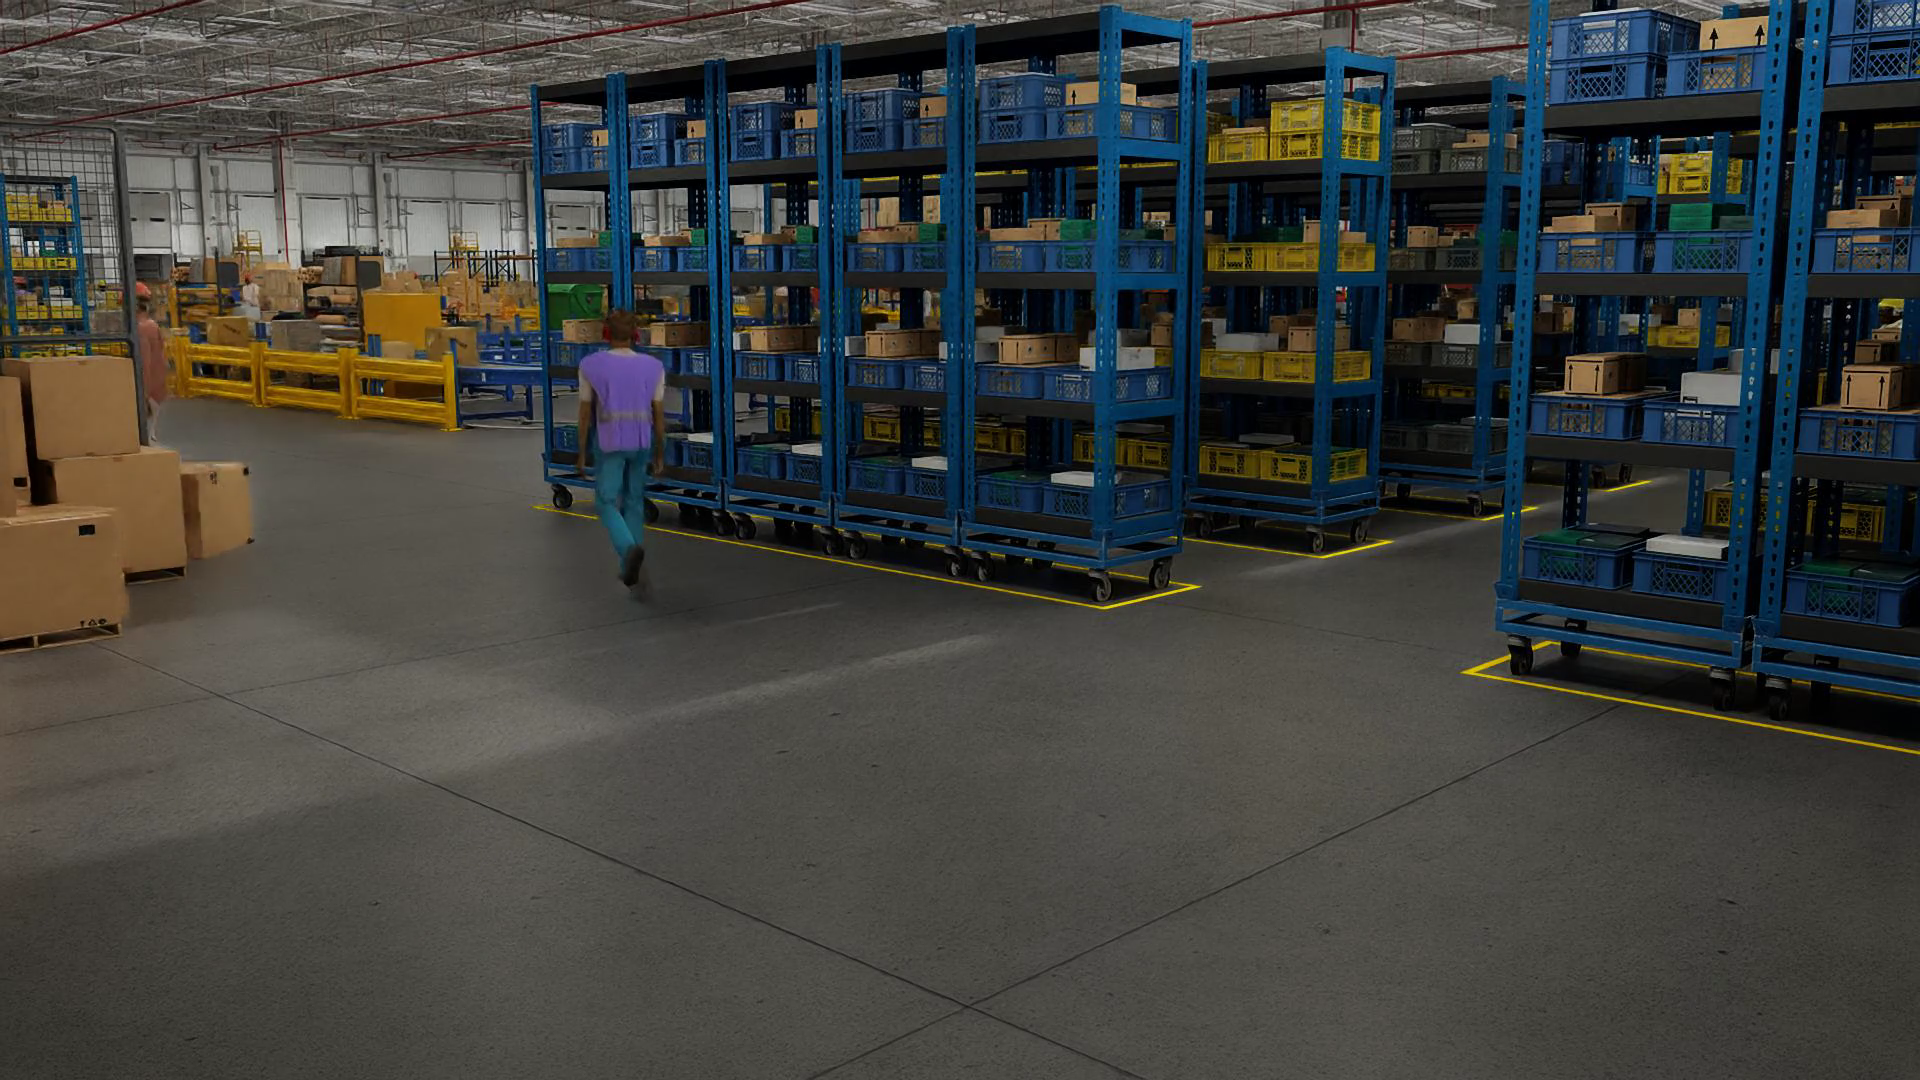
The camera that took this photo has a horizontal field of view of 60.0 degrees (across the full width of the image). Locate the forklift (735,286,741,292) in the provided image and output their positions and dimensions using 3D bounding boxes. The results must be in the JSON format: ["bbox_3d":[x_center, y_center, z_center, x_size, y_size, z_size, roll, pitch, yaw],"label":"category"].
[{"bbox_3d":[-10.240,-12.338,79.591,1.873,2.768,1.129,9,13,43],"label":"forklift"}]

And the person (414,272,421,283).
[{"bbox_3d":[-23.784,-10.755,72.785,0.376,1.933,0.544,-8,13,-42],"label":"person"}]

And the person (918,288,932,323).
[{"bbox_3d":[-0.929,-5.640,41.788,0.403,1.818,0.599,-4,10,-25],"label":"person"}]

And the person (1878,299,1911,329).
[{"bbox_3d":[9.866,-1.726,17.720,0.404,1.837,0.590,1,9,9],"label":"person"}]

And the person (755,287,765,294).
[{"bbox_3d":[-8.734,-10.547,72.574,0.519,1.585,0.893,2,10,14],"label":"person"}]

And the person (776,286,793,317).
[{"bbox_3d":[-4.823,-6.303,45.731,0.640,1.855,0.999,-8,12,-41],"label":"person"}]

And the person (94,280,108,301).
[{"bbox_3d":[-24.671,-6.608,47.940,0.295,1.744,0.488,8,12,41],"label":"person"}]

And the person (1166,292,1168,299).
[{"bbox_3d":[7.037,-7.874,54.957,1.065,1.981,0.636,-8,12,-41],"label":"person"}]

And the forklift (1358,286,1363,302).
[{"bbox_3d":[11.100,-7.017,46.970,1.873,2.768,1.129,9,13,43],"label":"forklift"}]

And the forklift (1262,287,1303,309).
[{"bbox_3d":[10.769,-8.203,54.240,1.129,2.768,1.873,8,12,42],"label":"forklift"}]

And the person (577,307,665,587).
[{"bbox_3d":[-2.154,-0.580,10.705,0.576,1.831,0.655,-5,11,-30],"label":"person"}]

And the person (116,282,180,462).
[{"bbox_3d":[-7.116,-1.286,14.640,0.514,1.960,0.615,-2,10,-14],"label":"person"}]

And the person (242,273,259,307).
[{"bbox_3d":[-21.314,-7.027,49.910,0.609,1.940,1.030,3,10,18],"label":"person"}]

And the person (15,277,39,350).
[{"bbox_3d":[-20.788,-4.905,37.039,0.573,1.887,0.963,-1,9,-6],"label":"person"}]
